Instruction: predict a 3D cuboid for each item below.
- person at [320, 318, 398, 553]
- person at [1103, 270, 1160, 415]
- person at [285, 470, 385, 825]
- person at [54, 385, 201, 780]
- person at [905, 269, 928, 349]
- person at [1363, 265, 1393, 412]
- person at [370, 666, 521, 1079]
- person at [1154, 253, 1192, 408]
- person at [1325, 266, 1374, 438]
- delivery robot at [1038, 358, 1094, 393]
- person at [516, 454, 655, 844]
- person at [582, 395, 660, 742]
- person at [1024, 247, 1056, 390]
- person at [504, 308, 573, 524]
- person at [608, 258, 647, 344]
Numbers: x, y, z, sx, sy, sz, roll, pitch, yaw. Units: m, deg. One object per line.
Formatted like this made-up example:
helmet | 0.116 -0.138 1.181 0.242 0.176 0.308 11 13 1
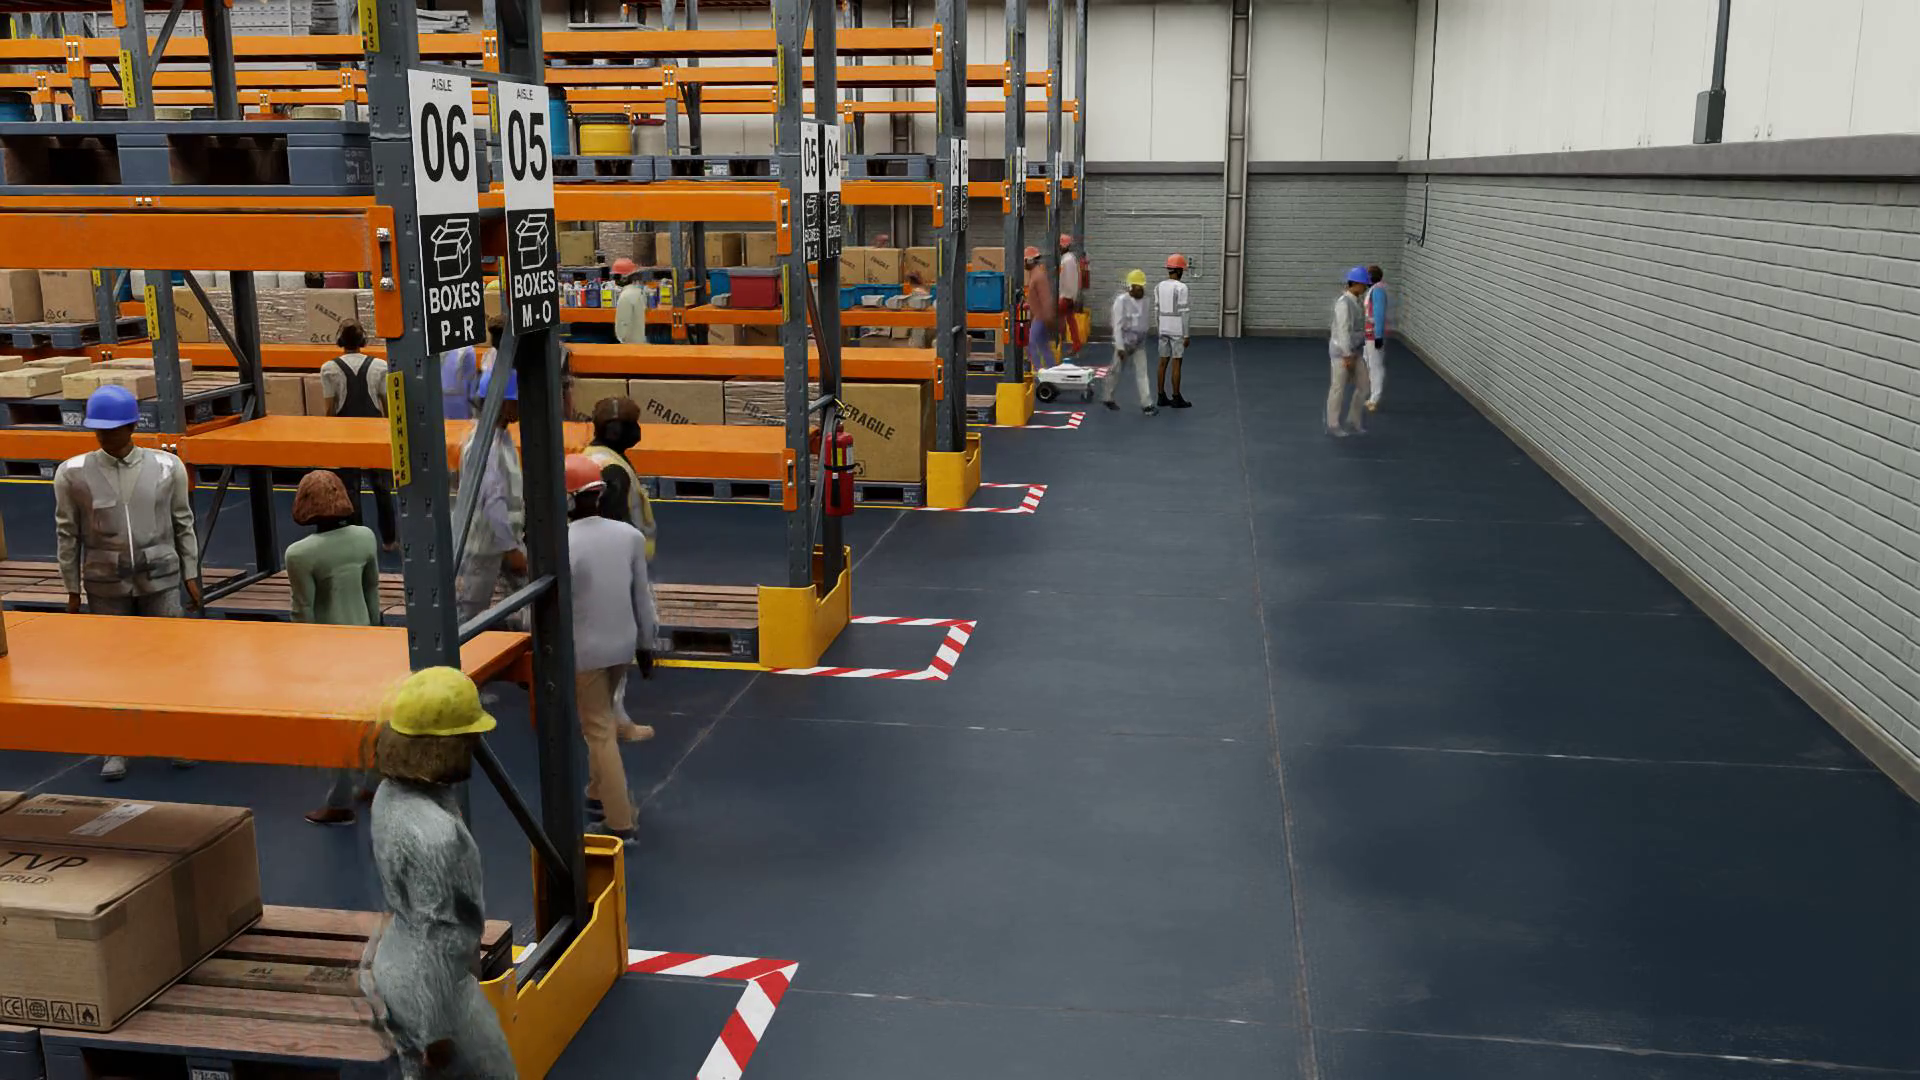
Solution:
person | -4.650 -0.790 12.884 0.506 1.846 0.350 -6 14 -24
person | 2.085 -2.431 20.453 0.601 1.777 0.948 -9 15 -34
person | -2.847 0.489 7.594 0.279 1.633 0.505 6 14 25
person | -4.066 0.204 8.168 0.616 1.943 0.393 -7 14 -29
person | -0.602 -2.961 23.171 0.333 1.626 0.530 2 13 7
person | 5.173 -2.515 20.788 0.433 1.806 0.723 2 13 7
person | -1.364 1.160 4.351 0.382 1.726 0.490 -9 15 -35
person | 2.700 -2.639 21.019 0.355 1.939 0.544 -10 16 -39
person | 4.374 -2.075 18.506 0.612 1.918 0.602 10 16 38
delivery robot | 1.378 -2.111 21.562 0.707 0.478 0.477 2 13 11
person | -1.695 0.474 7.437 0.702 1.722 0.583 9 15 35
person | -1.776 0.162 8.630 0.443 1.831 0.640 -2 13 -10
person | 1.087 -3.009 22.680 0.632 1.940 0.643 1 13 3
person | -3.225 -0.888 12.966 0.670 2.009 0.674 7 14 28
person | -3.884 -2.226 19.056 0.670 1.975 0.651 2 13 7
